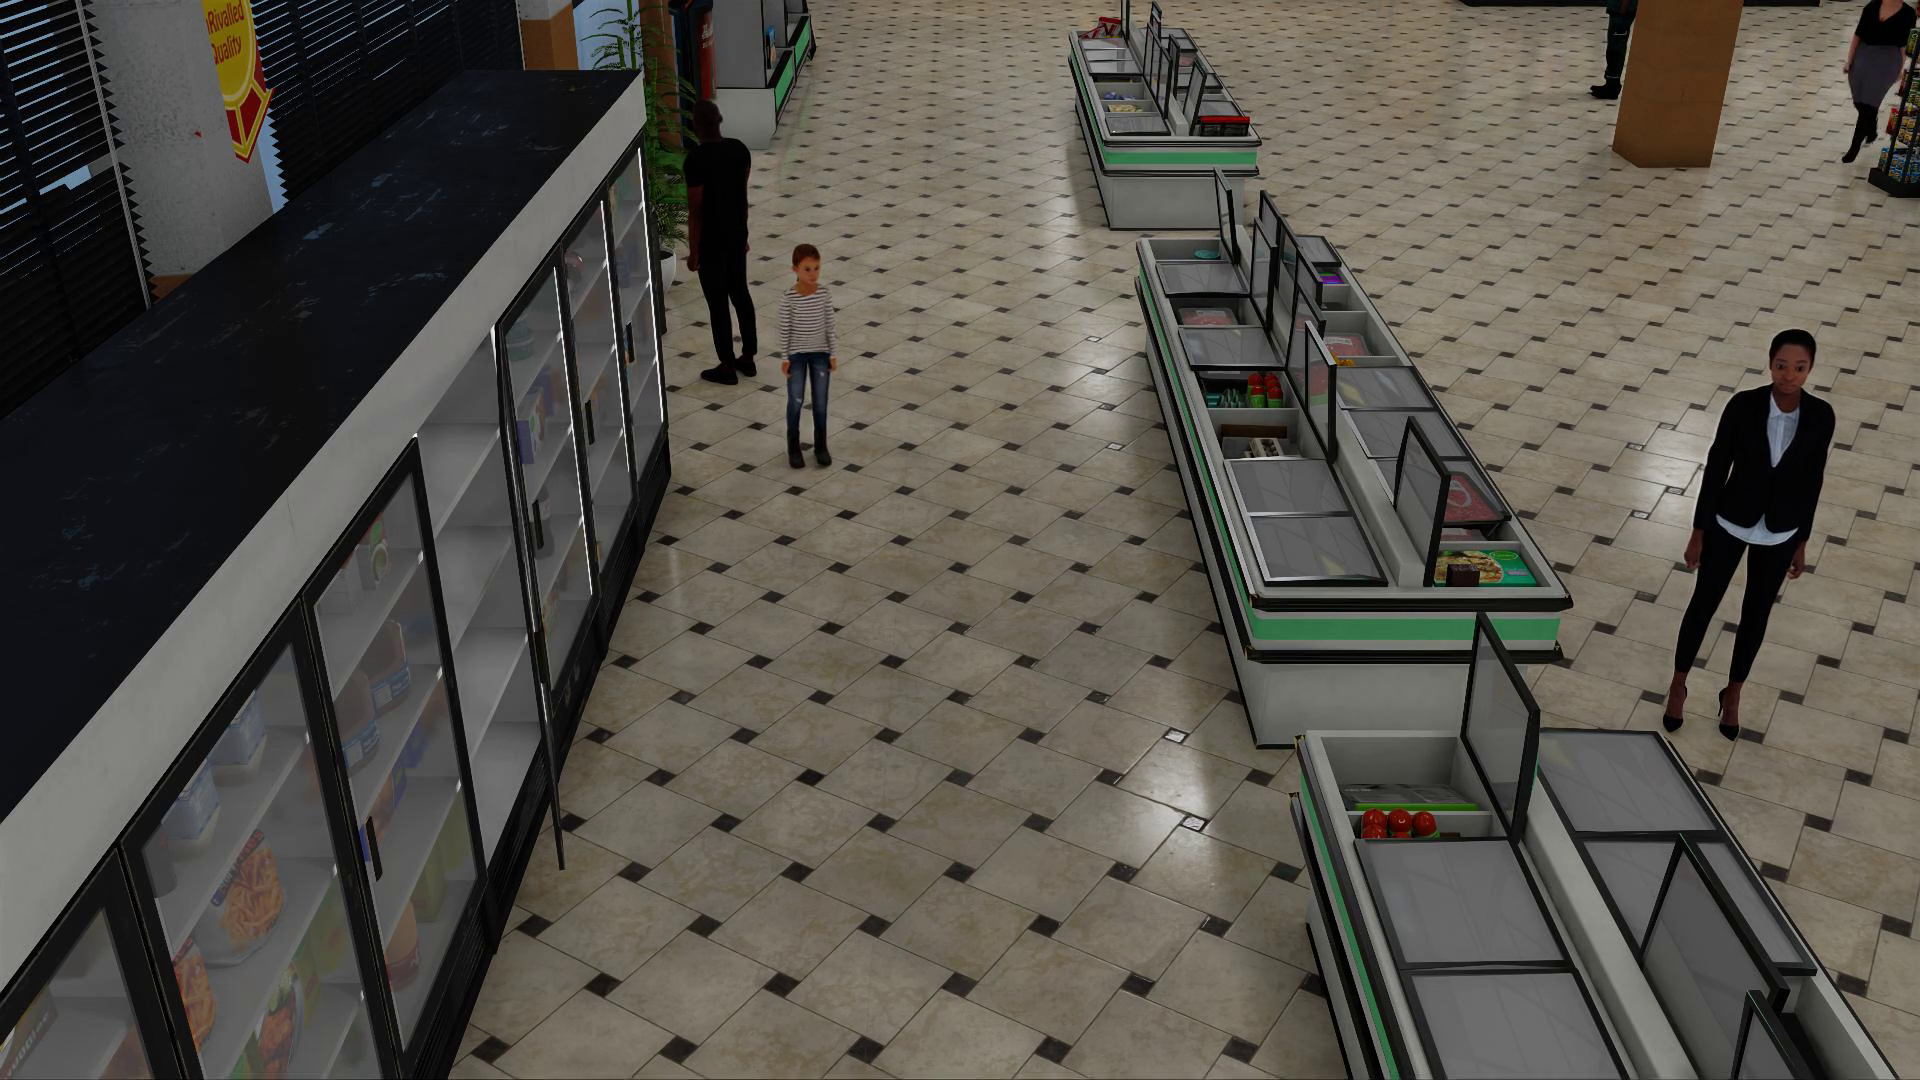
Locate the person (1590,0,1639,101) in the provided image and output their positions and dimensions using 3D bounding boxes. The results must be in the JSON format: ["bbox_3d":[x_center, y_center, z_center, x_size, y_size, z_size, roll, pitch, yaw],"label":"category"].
[{"bbox_3d":[7.303,-5.819,18.337,0.816,1.840,0.663,8,28,16],"label":"person"}]

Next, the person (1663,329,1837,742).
[{"bbox_3d":[3.256,0.004,6.860,0.669,1.834,0.627,8,28,15],"label":"person"}]

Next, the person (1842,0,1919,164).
[{"bbox_3d":[8.745,-4.492,15.849,1.118,1.723,1.141,-18,32,-32],"label":"person"}]

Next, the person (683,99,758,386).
[{"bbox_3d":[-1.525,-1.896,10.626,0.798,1.818,0.722,21,34,36],"label":"person"}]

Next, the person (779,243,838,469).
[{"bbox_3d":[-0.877,-1.057,9.533,0.534,1.310,0.560,-8,28,-16],"label":"person"}]
